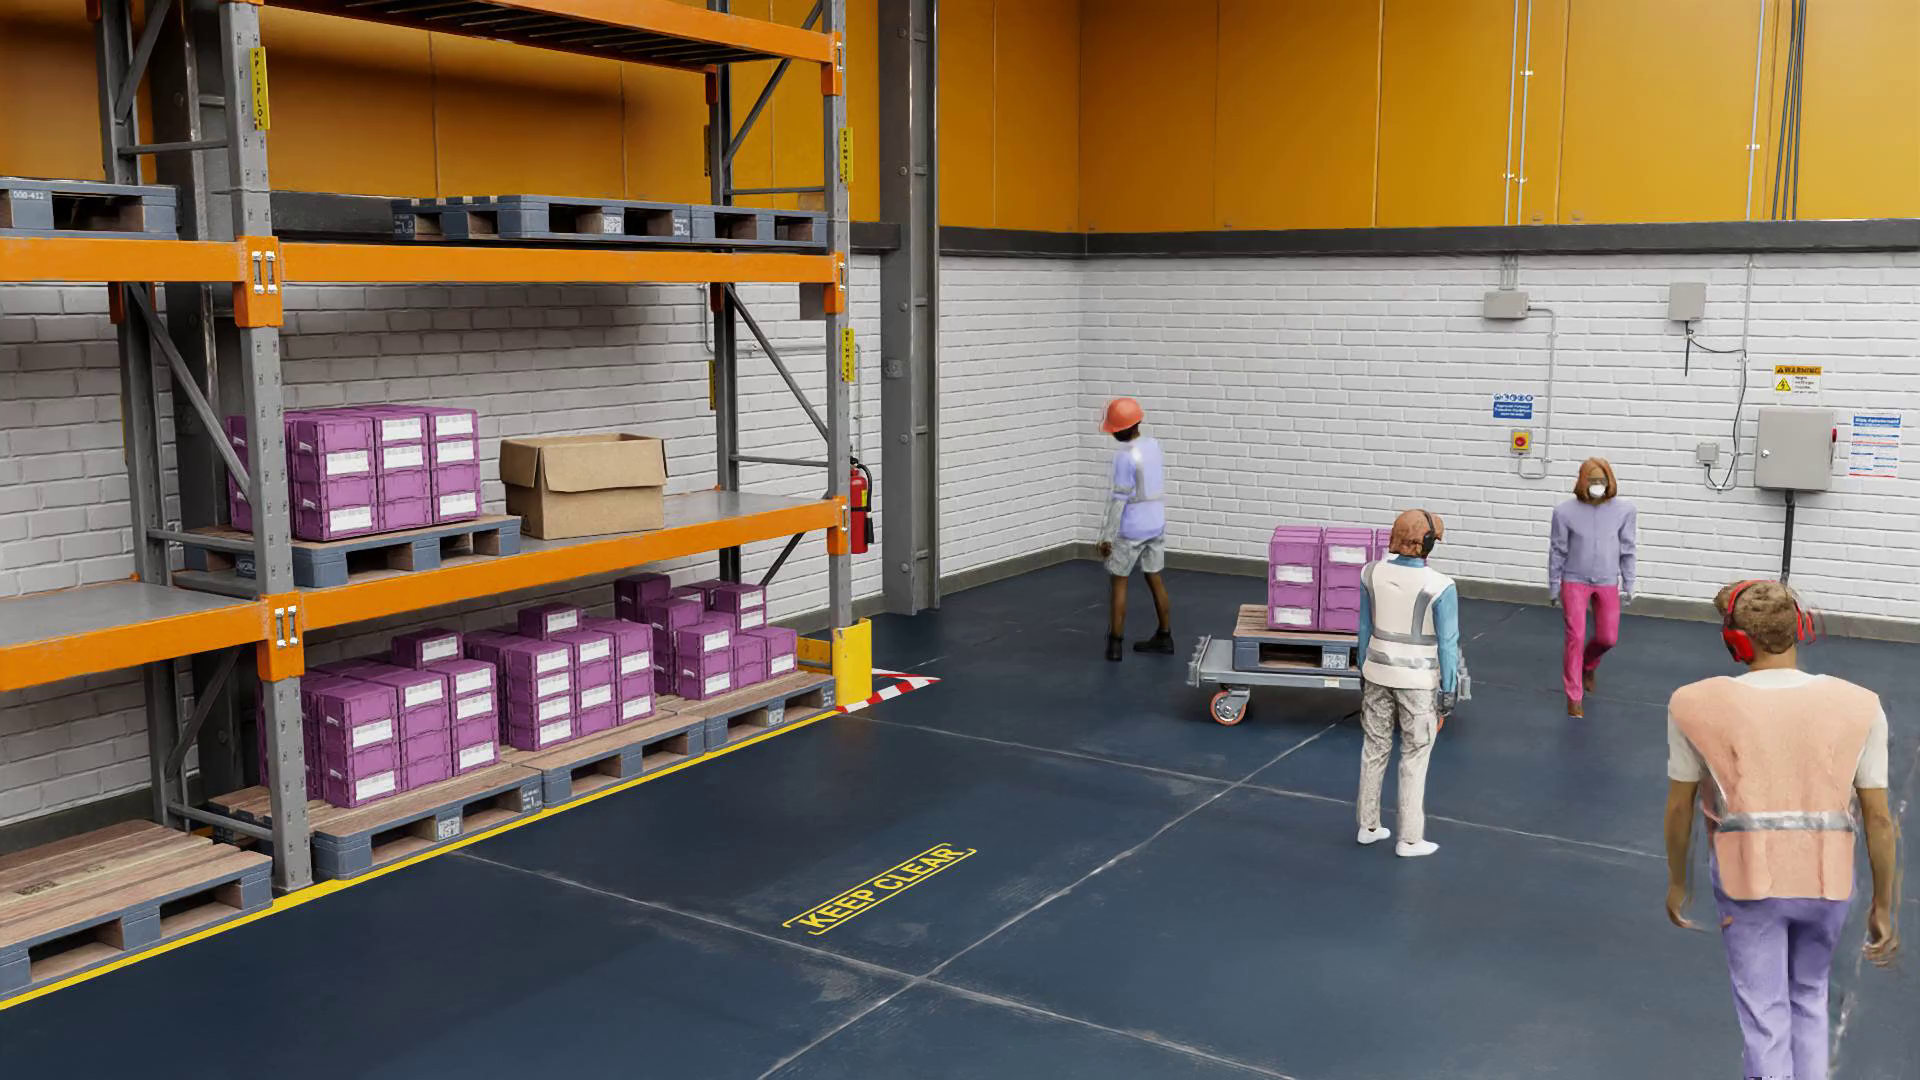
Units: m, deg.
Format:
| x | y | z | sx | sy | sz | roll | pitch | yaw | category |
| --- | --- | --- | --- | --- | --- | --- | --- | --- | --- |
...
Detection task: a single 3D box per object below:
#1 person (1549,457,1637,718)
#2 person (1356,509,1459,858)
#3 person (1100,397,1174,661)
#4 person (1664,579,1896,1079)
| x | y | z | sx | sy | sz | roll | pitch | yaw | category |
| --- | --- | --- | --- | --- | --- | --- | --- | --- | --- |
| 3.909 | 0.271 | 10.332 | 0.522 | 1.613 | 0.519 | 2 | 9 | 10 | person |
| 2.064 | 0.665 | 7.725 | 0.320 | 1.631 | 0.525 | -8 | 12 | -42 | person |
| 1.226 | -0.082 | 11.772 | 0.451 | 1.880 | 0.589 | 8 | 12 | 42 | person |
| 2.362 | 1.018 | 4.859 | 0.605 | 1.802 | 0.689 | 2 | 9 | 12 | person |
